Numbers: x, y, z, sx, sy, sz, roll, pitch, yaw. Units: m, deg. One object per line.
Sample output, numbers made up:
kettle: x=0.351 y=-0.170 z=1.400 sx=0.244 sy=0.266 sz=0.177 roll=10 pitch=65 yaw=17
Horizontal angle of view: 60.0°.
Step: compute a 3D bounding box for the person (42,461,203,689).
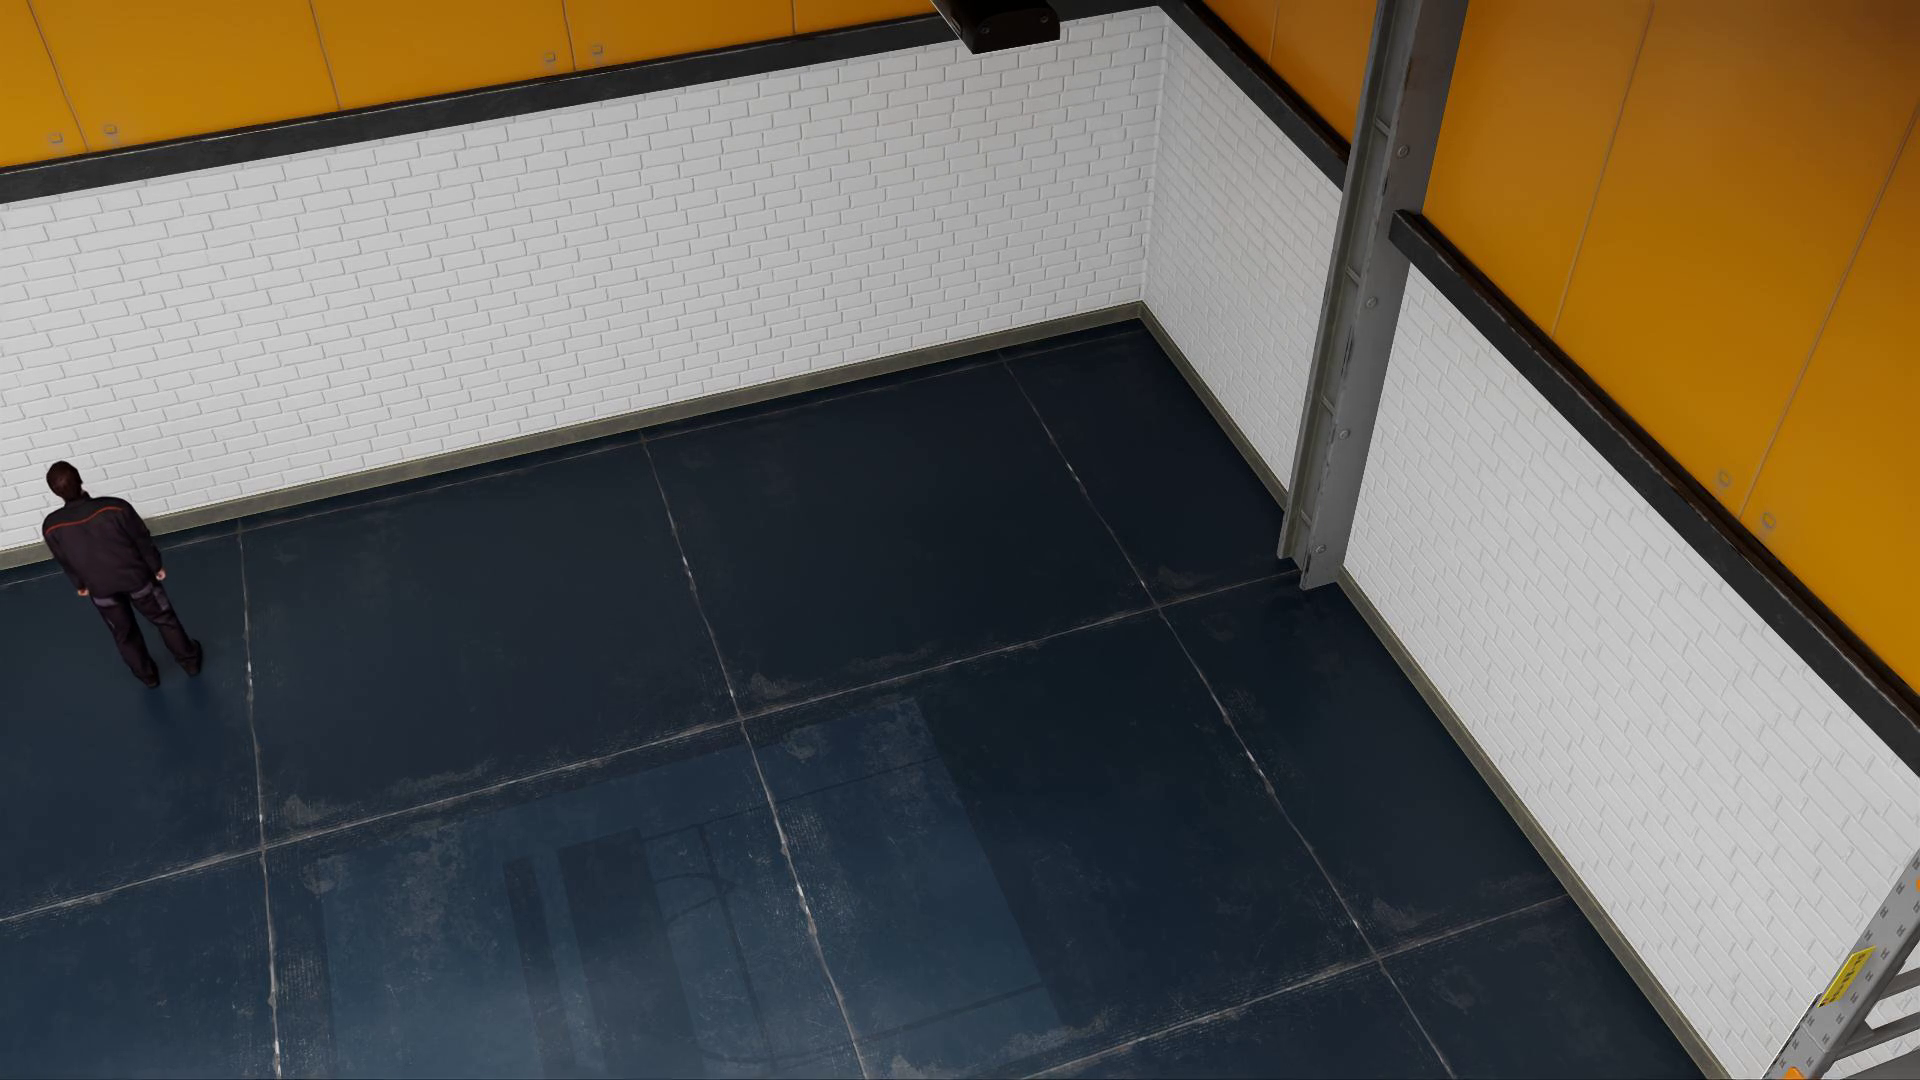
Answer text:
person: x=-5.333 y=0.248 z=10.529 sx=0.715 sy=1.837 sz=0.563 roll=-15 pitch=46 yaw=-15
